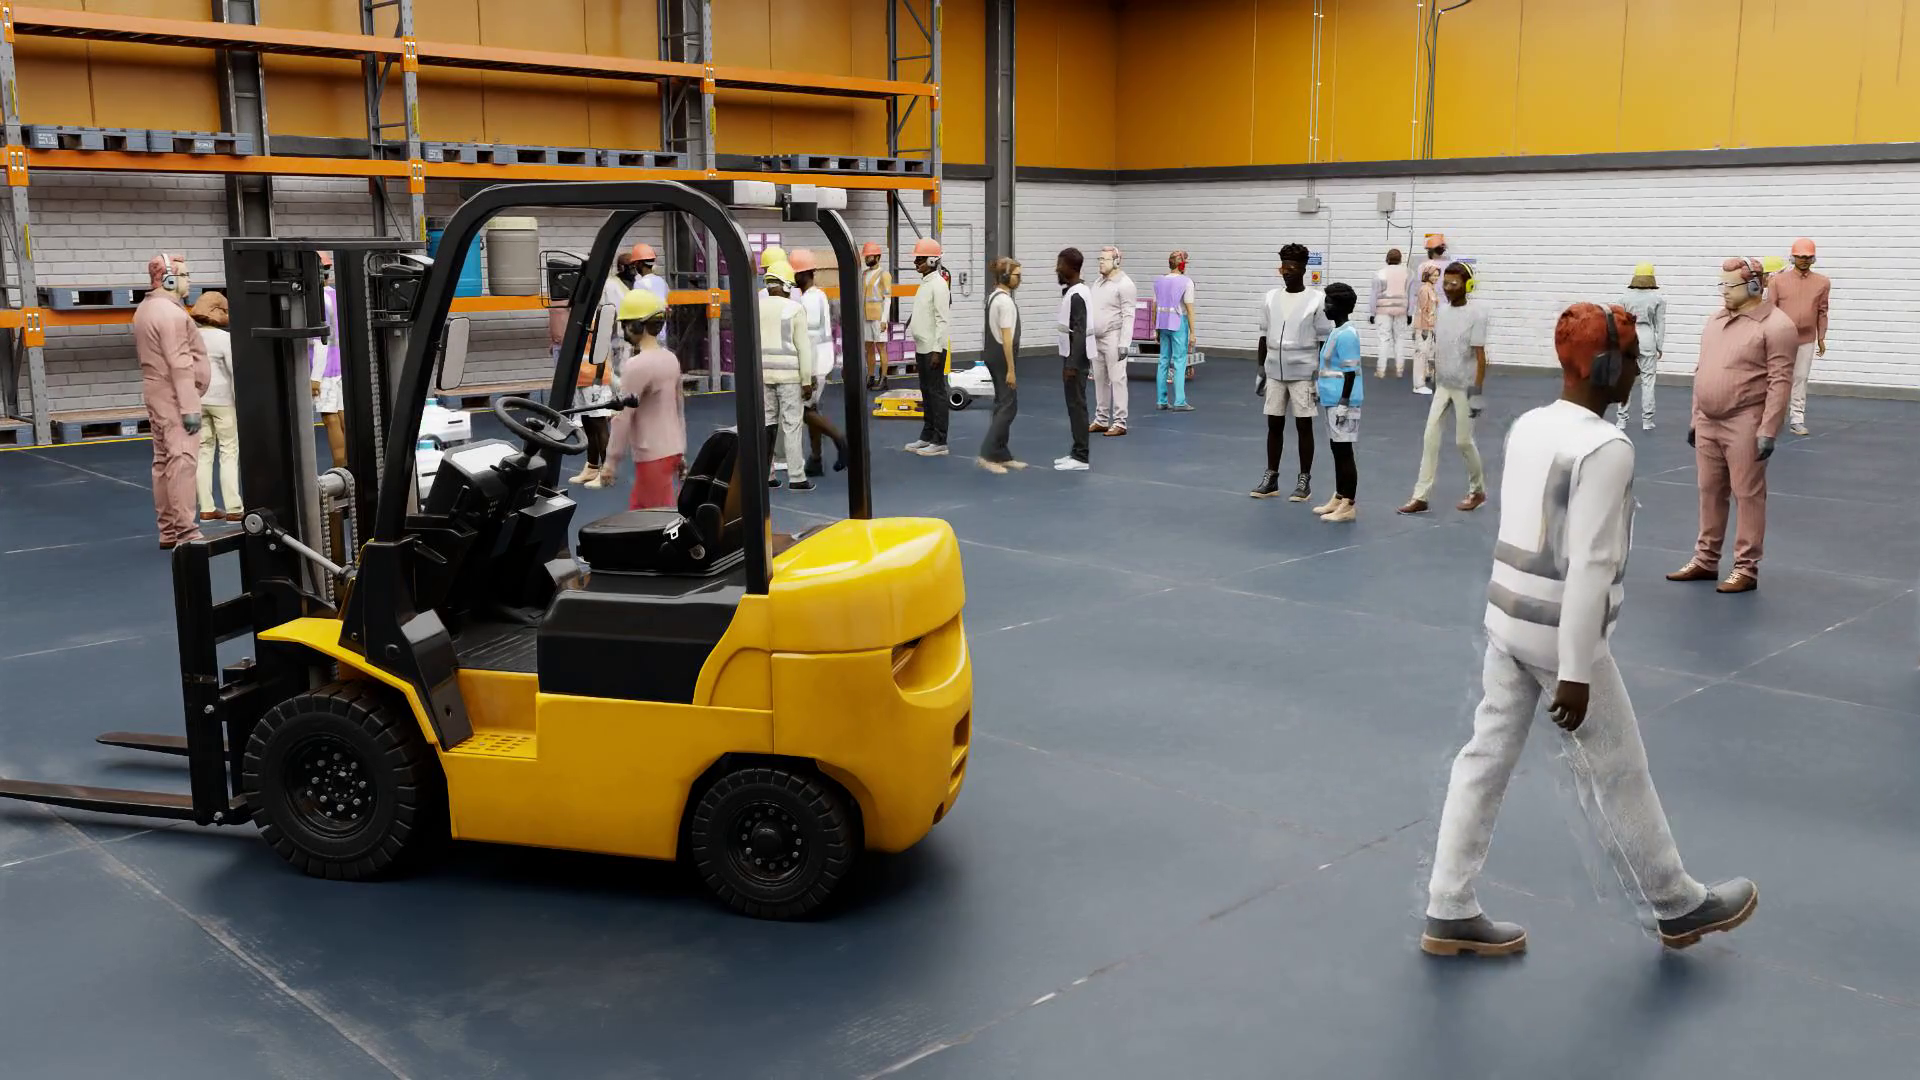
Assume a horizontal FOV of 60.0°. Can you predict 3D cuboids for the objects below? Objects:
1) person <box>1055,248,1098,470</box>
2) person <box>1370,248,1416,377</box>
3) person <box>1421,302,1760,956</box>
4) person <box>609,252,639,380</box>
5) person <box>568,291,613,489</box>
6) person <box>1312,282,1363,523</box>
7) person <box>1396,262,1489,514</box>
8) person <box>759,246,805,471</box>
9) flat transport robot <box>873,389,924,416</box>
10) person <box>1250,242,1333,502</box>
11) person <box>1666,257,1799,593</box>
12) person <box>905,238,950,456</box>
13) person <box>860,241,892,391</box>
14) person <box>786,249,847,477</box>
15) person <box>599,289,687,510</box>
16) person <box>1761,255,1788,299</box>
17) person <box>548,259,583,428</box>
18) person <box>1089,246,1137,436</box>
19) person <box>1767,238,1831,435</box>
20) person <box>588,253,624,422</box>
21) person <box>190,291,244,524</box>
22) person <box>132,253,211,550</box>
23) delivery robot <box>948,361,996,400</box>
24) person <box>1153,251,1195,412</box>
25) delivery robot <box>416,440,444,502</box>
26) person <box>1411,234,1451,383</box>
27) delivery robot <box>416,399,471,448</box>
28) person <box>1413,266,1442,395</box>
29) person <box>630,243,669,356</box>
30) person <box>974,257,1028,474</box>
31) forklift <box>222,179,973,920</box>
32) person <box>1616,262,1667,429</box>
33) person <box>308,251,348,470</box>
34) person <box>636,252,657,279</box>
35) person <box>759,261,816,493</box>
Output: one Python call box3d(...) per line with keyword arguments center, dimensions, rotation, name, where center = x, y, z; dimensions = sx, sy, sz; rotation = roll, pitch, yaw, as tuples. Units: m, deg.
box3d(center=(1.000, -1.556, 14.403), dimensions=(0.382, 1.914, 0.631), rotation=(0, 10, -1), name="person")
box3d(center=(6.161, -3.238, 23.748), dimensions=(0.633, 1.841, 0.429), rotation=(0, 10, -1), name="person")
box3d(center=(1.764, 0.271, 4.619), dimensions=(0.993, 1.830, 0.610), rotation=(-2, 11, -9), name="person")
box3d(center=(-3.637, -2.229, 18.268), dimensions=(0.429, 1.837, 0.626), rotation=(9, 13, 39), name="person")
box3d(center=(-2.973, -1.260, 13.348), dimensions=(0.318, 1.700, 0.534), rotation=(-7, 13, -34), name="person")
box3d(center=(2.680, -0.969, 11.761), dimensions=(0.317, 1.697, 0.540), rotation=(1, 10, 4), name="person")
box3d(center=(3.605, -1.098, 12.110), dimensions=(0.726, 1.851, 0.562), rotation=(-7, 12, -32), name="person")
box3d(center=(-1.565, -1.554, 14.336), dimensions=(0.375, 1.922, 0.594), rotation=(7, 12, 33), name="person")
box3d(center=(-0.545, -1.568, 18.924), dimensions=(0.652, 0.197, 1.431), rotation=(1, 11, 8), name="flat transport robot")
box3d(center=(2.529, -1.276, 12.704), dimensions=(0.600, 1.967, 0.369), rotation=(8, 13, 38), name="person")
box3d(center=(4.398, -0.653, 9.490), dimensions=(0.406, 1.901, 0.639), rotation=(-4, 11, -19), name="person")
box3d(center=(-0.284, -1.780, 15.375), dimensions=(0.376, 1.995, 0.608), rotation=(-4, 11, -19), name="person")
box3d(center=(-1.132, -2.911, 21.696), dimensions=(0.355, 1.939, 0.543), rotation=(-10, 14, -43), name="person")
box3d(center=(-1.179, -1.448, 13.779), dimensions=(0.567, 1.913, 0.567), rotation=(0, 10, 2), name="person")
box3d(center=(-1.713, -0.427, 8.714), dimensions=(0.770, 1.740, 0.527), rotation=(2, 11, 12), name="person")
box3d(center=(8.565, -2.131, 17.800), dimensions=(0.626, 1.801, 0.623), rotation=(7, 13, 35), name="person")
box3d(center=(-4.156, -2.049, 17.460), dimensions=(0.299, 1.772, 0.530), rotation=(-10, 14, -43), name="person")
box3d(center=(1.494, -2.012, 16.867), dimensions=(0.409, 1.913, 0.646), rotation=(-7, 12, -32), name="person")
box3d(center=(8.495, -2.061, 16.908), dimensions=(0.612, 1.994, 0.395), rotation=(2, 11, 9), name="person")
box3d(center=(-3.772, -2.179, 17.979), dimensions=(0.530, 1.838, 0.558), rotation=(-4, 11, -19), name="person")
box3d(center=(-5.230, -0.930, 11.721), dimensions=(0.504, 1.632, 0.287), rotation=(4, 11, 20), name="person")
box3d(center=(-4.978, -0.862, 10.609), dimensions=(0.404, 1.909, 0.636), rotation=(-9, 14, -41), name="person")
box3d(center=(0.229, -1.841, 19.383), dimensions=(0.707, 0.478, 0.477), rotation=(1, 10, 8), name="delivery robot")
box3d(center=(2.454, -2.397, 19.145), dimensions=(0.373, 1.843, 0.571), rotation=(-10, 14, -43), name="person")
box3d(center=(-3.808, -0.472, 11.914), dimensions=(0.477, 0.478, 0.707), rotation=(6, 12, 29), name="delivery robot")
box3d(center=(6.450, -3.159, 22.807), dimensions=(0.648, 2.025, 0.557), rotation=(-4, 11, -22), name="person")
box3d(center=(-4.746, -1.029, 14.952), dimensions=(0.477, 0.478, 0.707), rotation=(6, 12, 29), name="delivery robot")
box3d(center=(5.966, -2.684, 21.283), dimensions=(0.314, 1.636, 0.515), rotation=(5, 11, 25), name="person")
box3d(center=(-3.261, -2.119, 17.384), dimensions=(0.374, 1.933, 0.550), rotation=(4, 11, 19), name="person")
box3d(center=(0.352, -1.481, 14.183), dimensions=(0.540, 1.838, 0.533), rotation=(-2, 11, -13), name="person")
box3d(center=(-1.114, -0.058, 5.440), dimensions=(2.313, 2.155, 1.214), rotation=(2, 11, 13), name="forklift")
box3d(center=(7.117, -2.031, 17.435), dimensions=(0.491, 1.741, 0.323), rotation=(5, 11, 23), name="person")
box3d(center=(-5.019, -1.337, 13.147), dimensions=(0.374, 1.928, 0.543), rotation=(0, 10, 1), name="person")
box3d(center=(-3.558, -2.337, 18.657), dimensions=(0.535, 1.926, 0.658), rotation=(-1, 10, -3), name="person")
box3d(center=(-1.405, -1.277, 13.104), dimensions=(0.588, 1.823, 0.403), rotation=(5, 12, 27), name="person")
